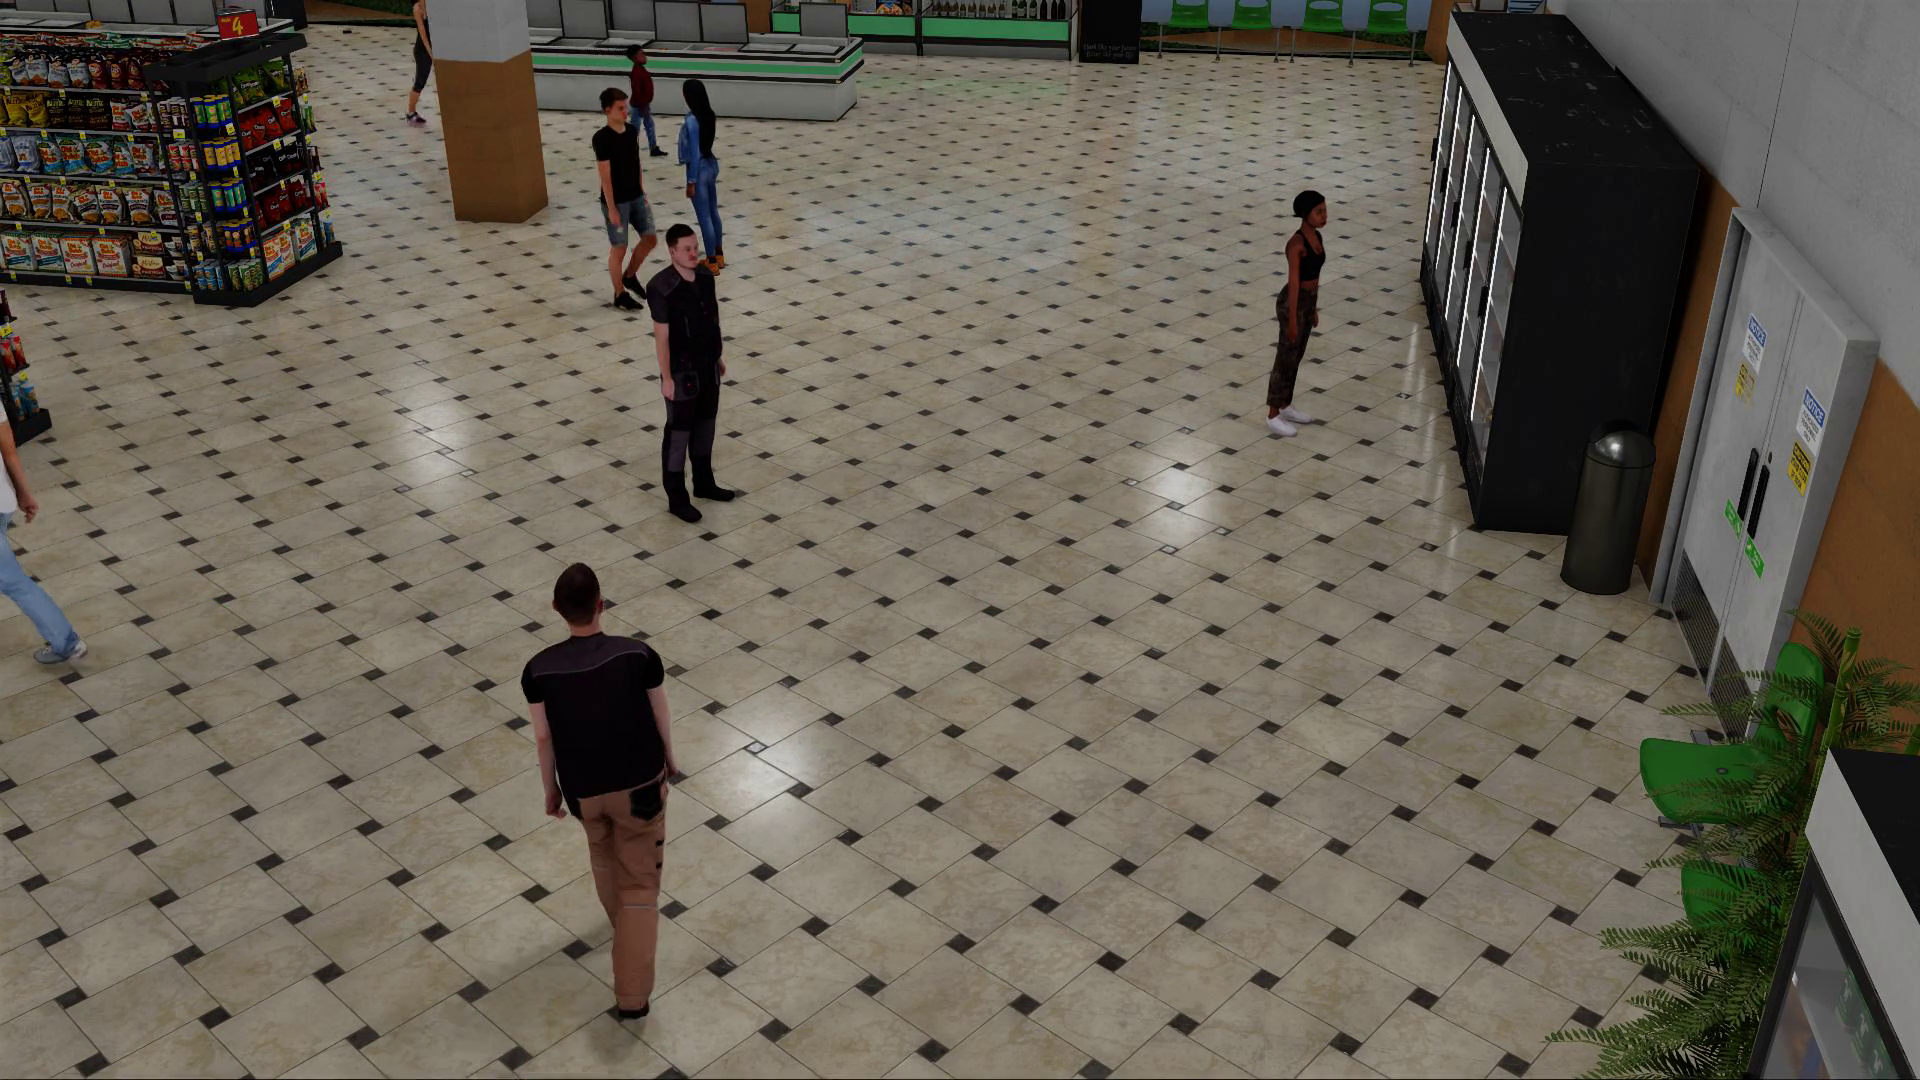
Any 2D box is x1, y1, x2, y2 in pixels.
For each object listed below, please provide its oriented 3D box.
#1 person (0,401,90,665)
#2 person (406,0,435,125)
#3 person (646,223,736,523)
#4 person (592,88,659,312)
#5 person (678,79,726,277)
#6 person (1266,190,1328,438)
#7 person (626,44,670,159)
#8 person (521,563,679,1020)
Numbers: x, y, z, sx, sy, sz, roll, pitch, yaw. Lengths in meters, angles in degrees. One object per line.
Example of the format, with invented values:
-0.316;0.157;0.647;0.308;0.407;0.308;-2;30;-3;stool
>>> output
-4.942;-0.145;8.515;1.158;1.816;0.673;4;27;8;person
-6.371;-5.722;19.665;1.168;1.677;0.641;7;28;13;person
-1.673;-1.051;10.271;0.728;1.845;0.798;15;30;26;person
-2.860;-2.820;13.765;0.805;1.838;0.776;18;32;31;person
-2.258;-3.190;14.634;0.518;1.713;0.606;6;28;12;person
2.335;-1.583;11.481;0.643;1.699;0.649;17;31;30;person
-3.591;-4.817;18.363;0.811;1.242;0.508;3;27;7;person
-1.330;0.977;6.317;1.173;1.802;0.879;0;27;0;person
